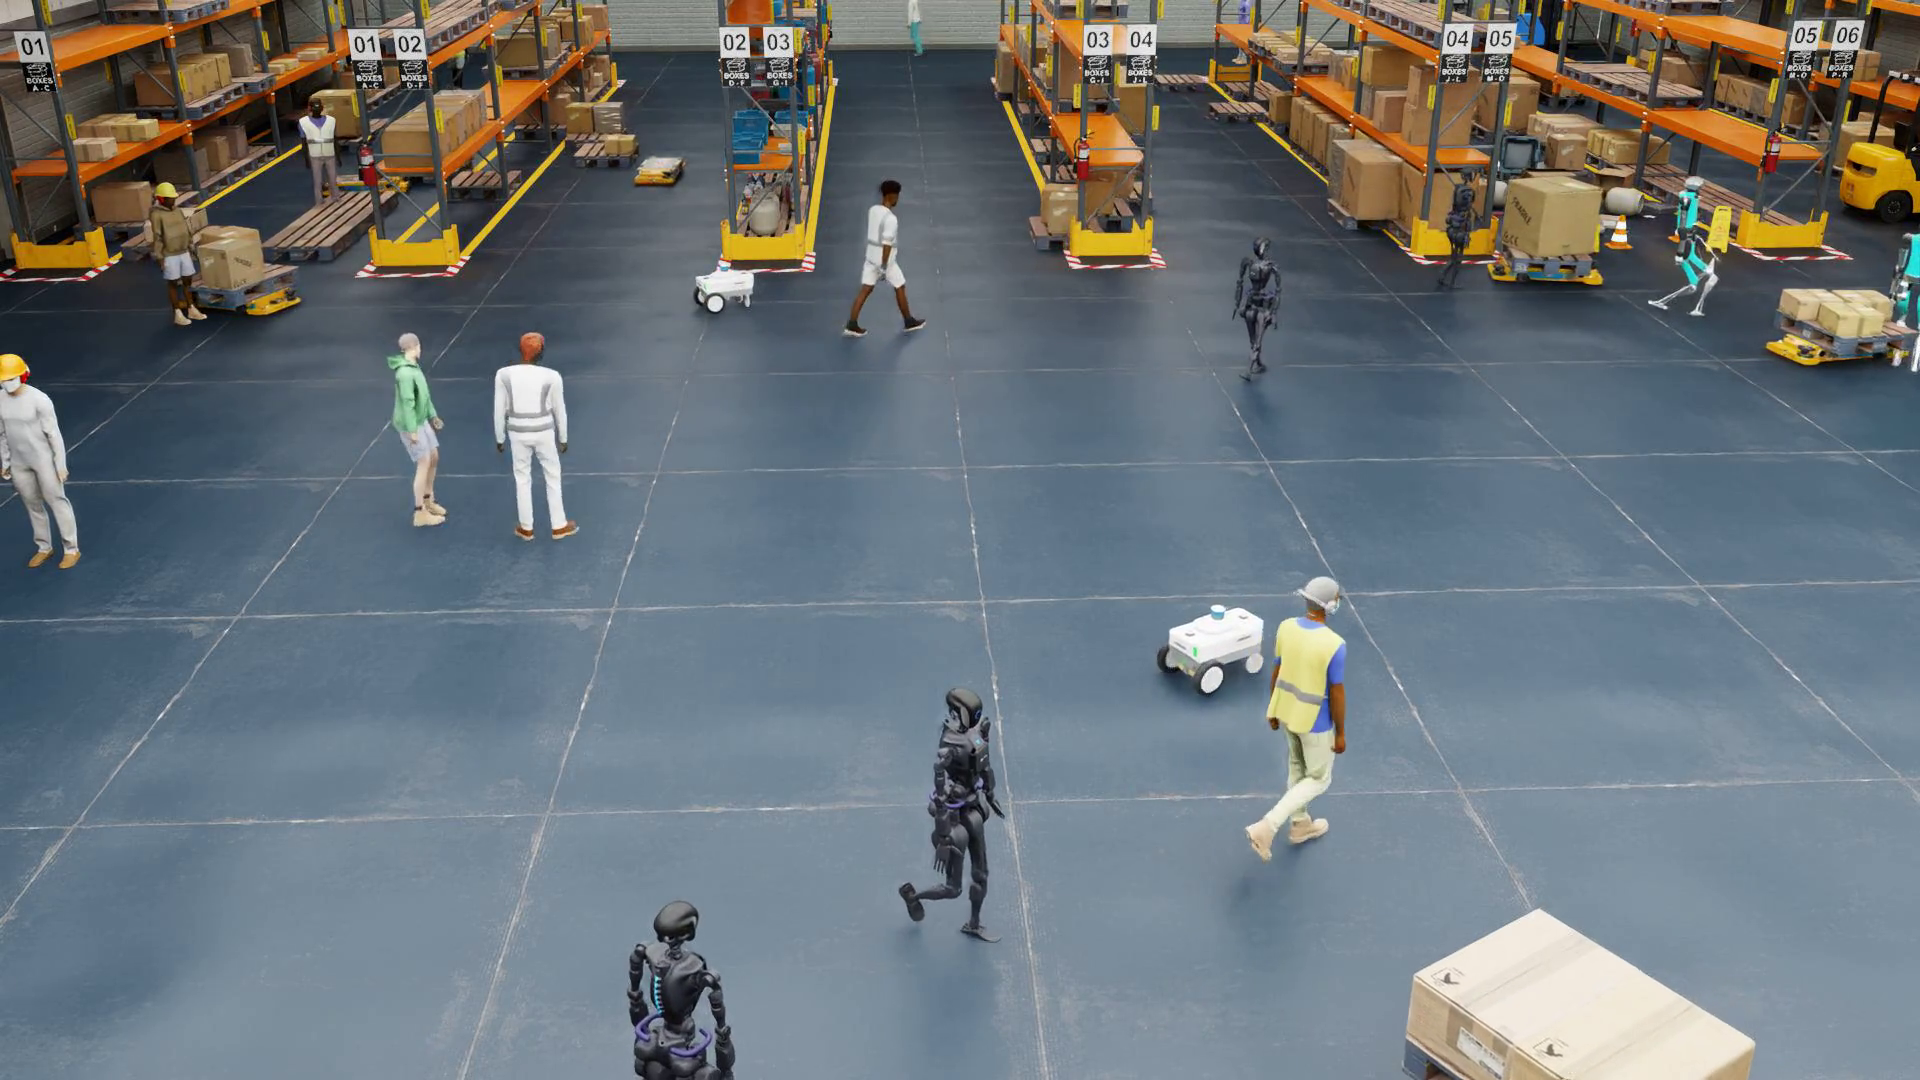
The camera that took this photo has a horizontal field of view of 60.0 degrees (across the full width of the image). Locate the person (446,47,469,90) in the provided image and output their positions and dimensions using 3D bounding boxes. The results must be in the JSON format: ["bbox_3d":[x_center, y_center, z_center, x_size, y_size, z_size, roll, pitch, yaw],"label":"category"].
[{"bbox_3d":[-11.186,-10.750,36.931,0.539,1.652,0.863,-1,24,-3],"label":"person"}]

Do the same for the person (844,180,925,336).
[{"bbox_3d":[-0.950,-3.406,20.131,1.063,1.904,0.607,-17,29,-34],"label":"person"}]

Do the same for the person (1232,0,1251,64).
[{"bbox_3d":[7.036,-12.735,41.207,0.394,1.800,0.595,-2,24,-5],"label":"person"}]

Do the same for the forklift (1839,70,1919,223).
[{"bbox_3d":[15.132,-6.143,25.915,2.313,2.155,1.214,-1,24,-2],"label":"forklift"}]

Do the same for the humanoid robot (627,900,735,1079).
[{"bbox_3d":[-1.321,2.354,7.476,0.596,1.636,0.633,13,27,26],"label":"humanoid robot"}]

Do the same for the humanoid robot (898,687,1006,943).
[{"bbox_3d":[-0.035,1.514,9.360,0.534,1.641,0.612,14,28,28],"label":"humanoid robot"}]

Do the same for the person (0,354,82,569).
[{"bbox_3d":[-7.791,-0.664,13.978,0.569,1.889,0.389,3,24,6],"label":"person"}]

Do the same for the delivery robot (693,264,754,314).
[{"bbox_3d":[-3.053,-3.238,21.414,0.781,0.610,0.524,-12,27,-25],"label":"delivery robot"}]

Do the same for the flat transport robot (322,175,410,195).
[{"bbox_3d":[-9.988,-5.942,27.823,1.431,0.231,0.659,-5,24,-10],"label":"flat transport robot"}]

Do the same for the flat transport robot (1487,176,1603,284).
[{"bbox_3d":[8.000,-3.696,22.778,1.431,0.231,0.659,4,24,8],"label":"flat transport robot"}]

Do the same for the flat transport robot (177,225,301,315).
[{"bbox_3d":[-9.340,-3.131,21.507,1.431,0.231,0.659,8,25,18],"label":"flat transport robot"}]

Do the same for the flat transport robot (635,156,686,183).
[{"bbox_3d":[-5.210,-6.444,28.953,0.659,0.231,1.431,0,24,0],"label":"flat transport robot"}]

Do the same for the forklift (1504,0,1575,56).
[{"bbox_3d":[14.700,-13.805,42.301,1.873,2.768,1.129,-1,24,-2],"label":"forklift"}]

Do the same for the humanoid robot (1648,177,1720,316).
[{"bbox_3d":[9.251,-3.645,20.876,0.944,1.757,0.562,15,28,30],"label":"humanoid robot"}]

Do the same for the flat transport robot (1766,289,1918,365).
[{"bbox_3d":[10.361,-2.285,19.607,1.431,0.231,0.659,-5,25,-12],"label":"flat transport robot"}]

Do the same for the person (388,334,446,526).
[{"bbox_3d":[-4.885,-0.998,14.960,0.396,1.703,0.560,-2,24,-5],"label":"person"}]

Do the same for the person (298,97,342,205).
[{"bbox_3d":[-9.937,-5.960,25.920,0.565,1.850,0.390,-15,28,-30],"label":"person"}]

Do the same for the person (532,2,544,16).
[{"bbox_3d":[-10.416,-12.670,40.981,0.373,1.863,0.509,-3,24,-8],"label":"person"}]

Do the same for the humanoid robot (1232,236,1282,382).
[{"bbox_3d":[3.293,-2.598,18.618,0.610,1.625,0.759,20,31,38],"label":"humanoid robot"}]

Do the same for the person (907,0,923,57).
[{"bbox_3d":[-1.181,-13.156,42.236,0.500,1.727,0.541,2,24,4],"label":"person"}]

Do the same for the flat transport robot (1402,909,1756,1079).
[{"bbox_3d":[2.966,2.811,8.156,1.431,0.231,0.659,-15,28,-31],"label":"flat transport robot"}]

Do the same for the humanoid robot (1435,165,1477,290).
[{"bbox_3d":[6.611,-4.143,22.064,0.333,1.665,0.608,-2,24,-5],"label":"humanoid robot"}]

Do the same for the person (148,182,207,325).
[{"bbox_3d":[-9.758,-3.567,20.664,0.426,1.755,0.547,12,27,25],"label":"person"}]

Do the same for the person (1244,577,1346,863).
[{"bbox_3d":[2.050,1.101,10.032,0.696,1.872,0.531,-15,28,-31],"label":"person"}]

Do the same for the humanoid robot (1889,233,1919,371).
[{"bbox_3d":[10.924,-2.783,18.958,0.546,1.820,0.675,19,30,37],"label":"humanoid robot"}]

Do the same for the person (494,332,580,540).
[{"bbox_3d":[-3.734,-0.887,14.506,0.637,1.871,0.341,-2,24,-5],"label":"person"}]

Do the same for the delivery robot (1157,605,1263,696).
[{"bbox_3d":[1.890,0.774,12.367,0.764,0.582,0.499,-15,28,-30],"label":"delivery robot"}]
